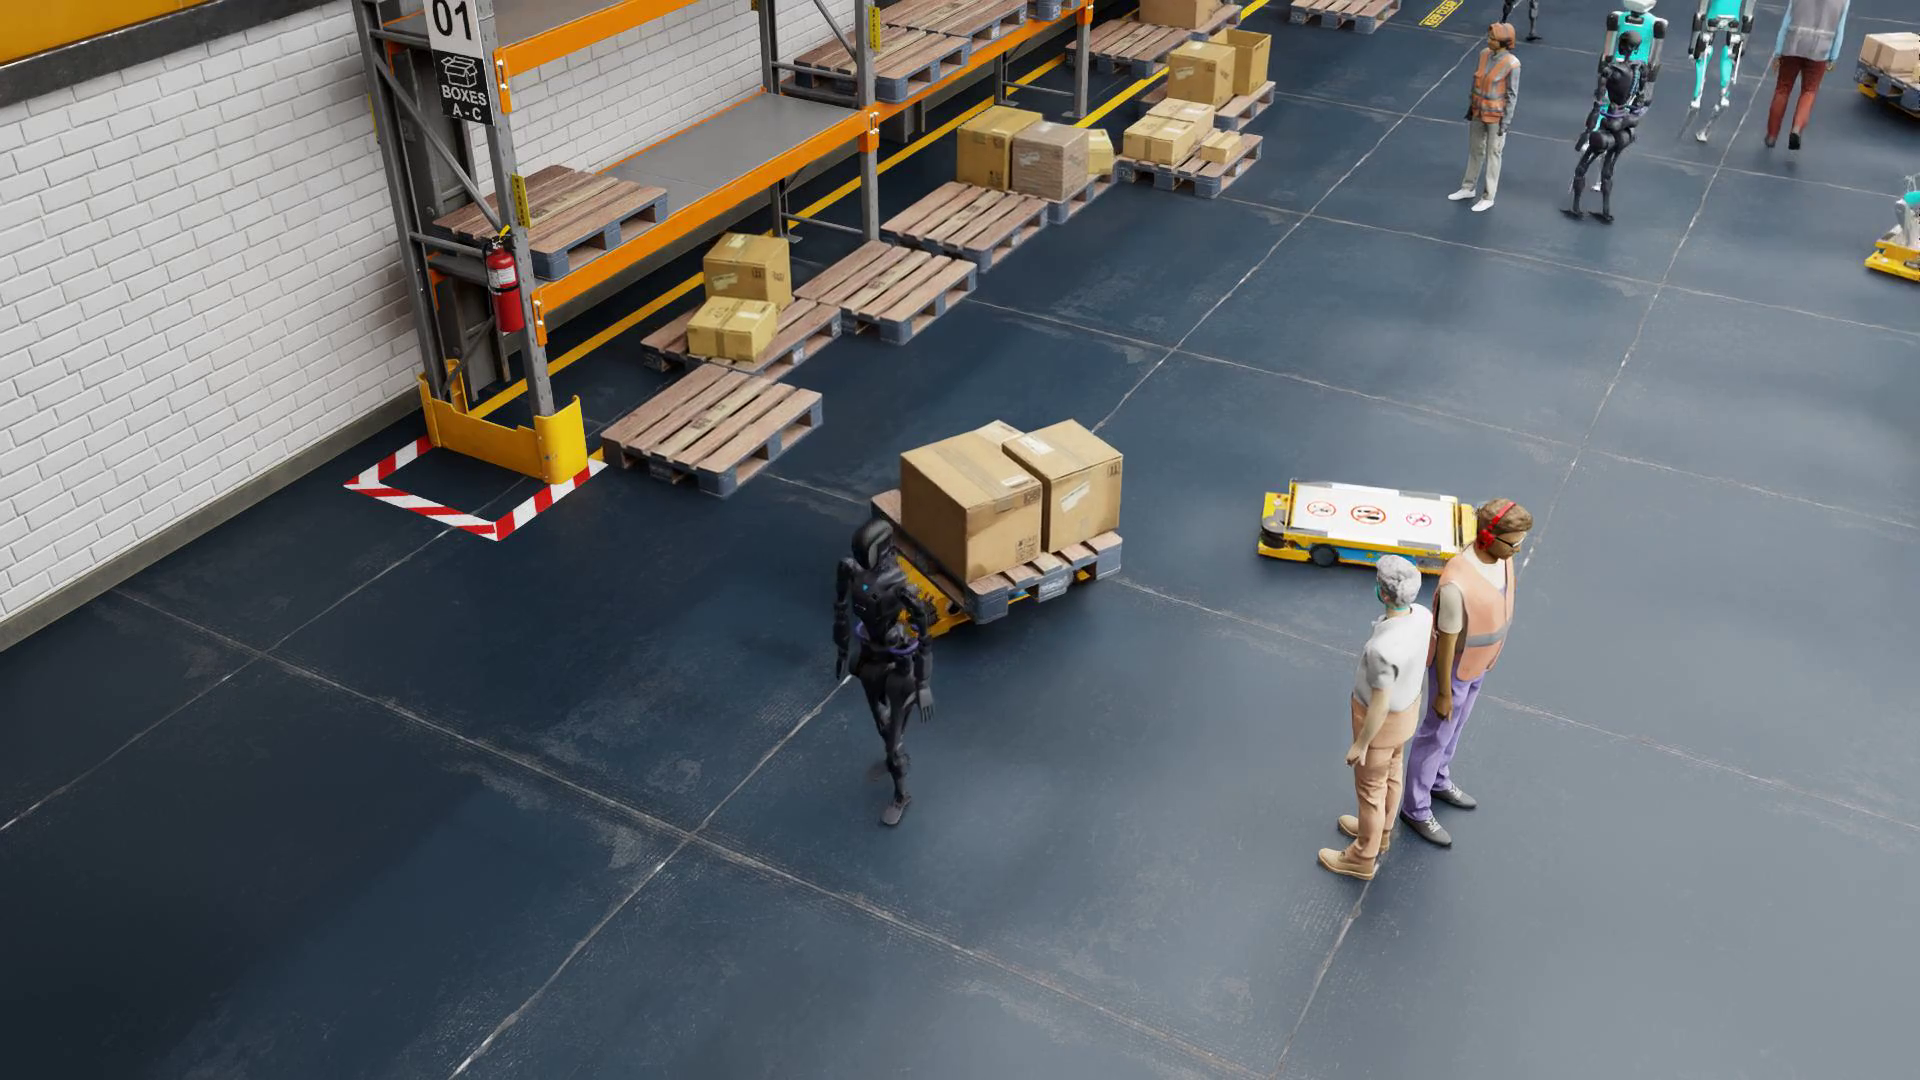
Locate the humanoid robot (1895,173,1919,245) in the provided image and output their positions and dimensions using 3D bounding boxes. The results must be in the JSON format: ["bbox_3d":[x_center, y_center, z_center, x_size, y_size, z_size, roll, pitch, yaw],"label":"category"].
[{"bbox_3d":[7.876,-2.908,13.225,0.530,1.772,0.832,-13,35,-18],"label":"humanoid robot"}]

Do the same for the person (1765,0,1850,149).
[{"bbox_3d":[7.923,-4.554,15.590,0.563,1.860,0.543,16,37,23],"label":"person"}]

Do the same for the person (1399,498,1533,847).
[{"bbox_3d":[2.354,0.590,7.834,0.390,1.837,0.562,23,40,30],"label":"person"}]

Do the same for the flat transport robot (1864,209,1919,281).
[{"bbox_3d":[8.170,-2.468,13.882,0.659,0.231,1.431,29,43,36],"label":"flat transport robot"}]

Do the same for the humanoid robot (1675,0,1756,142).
[{"bbox_3d":[7.184,-4.558,15.769,0.540,1.858,0.662,8,34,11],"label":"humanoid robot"}]

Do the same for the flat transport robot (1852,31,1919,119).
[{"bbox_3d":[9.851,-4.439,16.865,0.659,0.231,1.431,-5,34,-8],"label":"flat transport robot"}]

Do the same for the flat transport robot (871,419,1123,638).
[{"bbox_3d":[0.185,0.151,9.919,1.431,0.231,0.659,-20,38,-27],"label":"flat transport robot"}]

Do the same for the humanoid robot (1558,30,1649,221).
[{"bbox_3d":[5.560,-3.552,14.244,0.608,1.639,0.425,-15,36,-22],"label":"humanoid robot"}]

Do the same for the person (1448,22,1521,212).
[{"bbox_3d":[4.608,-3.684,14.479,0.313,1.635,0.514,-14,36,-20],"label":"person"}]

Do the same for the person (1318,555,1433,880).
[{"bbox_3d":[1.911,0.816,7.577,0.326,1.742,0.483,22,39,29],"label":"person"}]

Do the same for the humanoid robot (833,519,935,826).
[{"bbox_3d":[-0.341,0.584,7.998,0.609,1.642,0.472,21,39,29],"label":"humanoid robot"}]

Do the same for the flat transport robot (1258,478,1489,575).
[{"bbox_3d":[2.585,-0.059,10.238,1.431,0.231,0.659,7,34,11],"label":"flat transport robot"}]

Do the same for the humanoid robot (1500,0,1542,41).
[{"bbox_3d":[6.404,-6.465,18.694,0.596,1.624,0.770,-5,34,-7],"label":"humanoid robot"}]

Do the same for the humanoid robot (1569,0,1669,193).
[{"bbox_3d":[5.740,-3.817,14.695,0.549,1.899,0.735,27,42,35],"label":"humanoid robot"}]
